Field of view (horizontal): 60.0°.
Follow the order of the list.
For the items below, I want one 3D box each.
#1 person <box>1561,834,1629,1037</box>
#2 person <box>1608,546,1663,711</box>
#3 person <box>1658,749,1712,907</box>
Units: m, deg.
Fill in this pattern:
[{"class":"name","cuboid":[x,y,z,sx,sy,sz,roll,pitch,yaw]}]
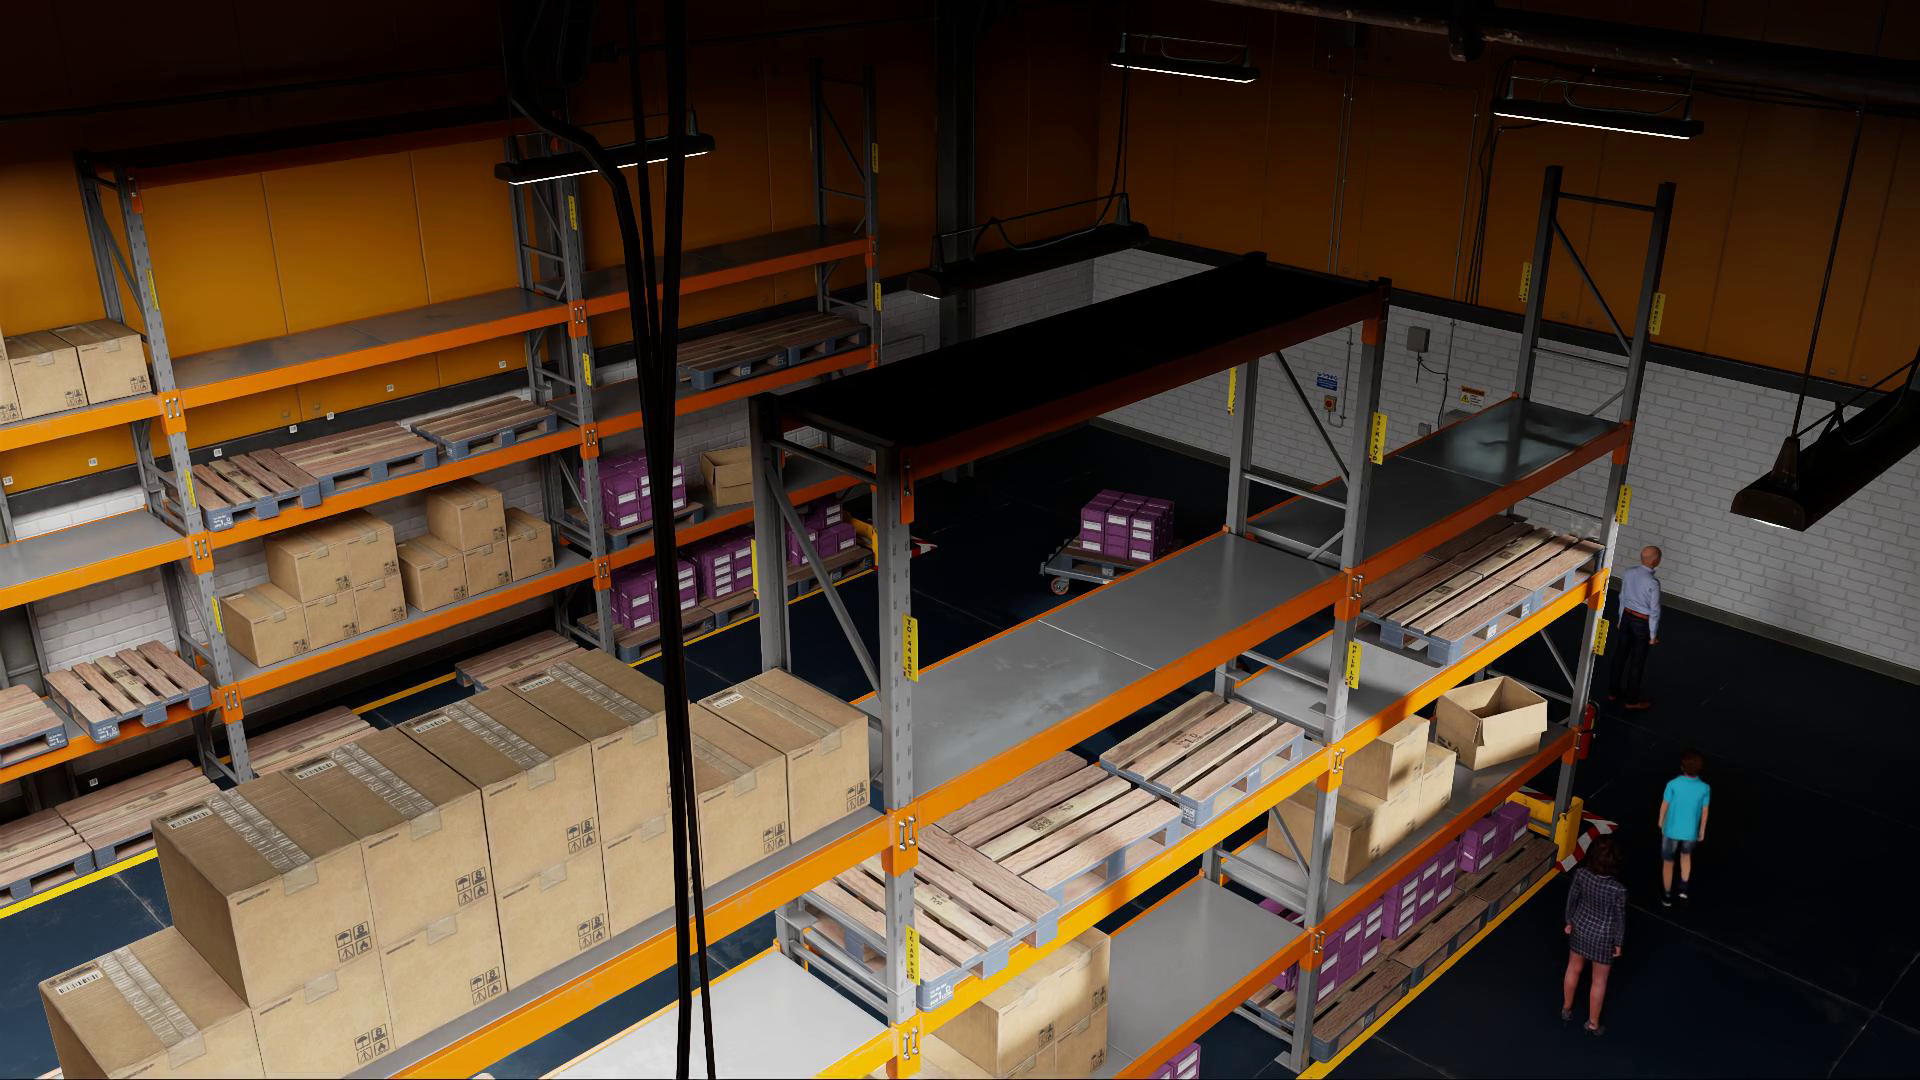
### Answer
[{"class":"person","cuboid":[4.745,2.969,12.460,0.550,1.698,0.619,-19,30,-37]},{"class":"person","cuboid":[6.970,0.885,17.113,0.670,1.791,0.705,-12,26,-25]},{"class":"person","cuboid":[6.073,2.450,13.969,0.609,1.442,0.660,3,24,7]}]
